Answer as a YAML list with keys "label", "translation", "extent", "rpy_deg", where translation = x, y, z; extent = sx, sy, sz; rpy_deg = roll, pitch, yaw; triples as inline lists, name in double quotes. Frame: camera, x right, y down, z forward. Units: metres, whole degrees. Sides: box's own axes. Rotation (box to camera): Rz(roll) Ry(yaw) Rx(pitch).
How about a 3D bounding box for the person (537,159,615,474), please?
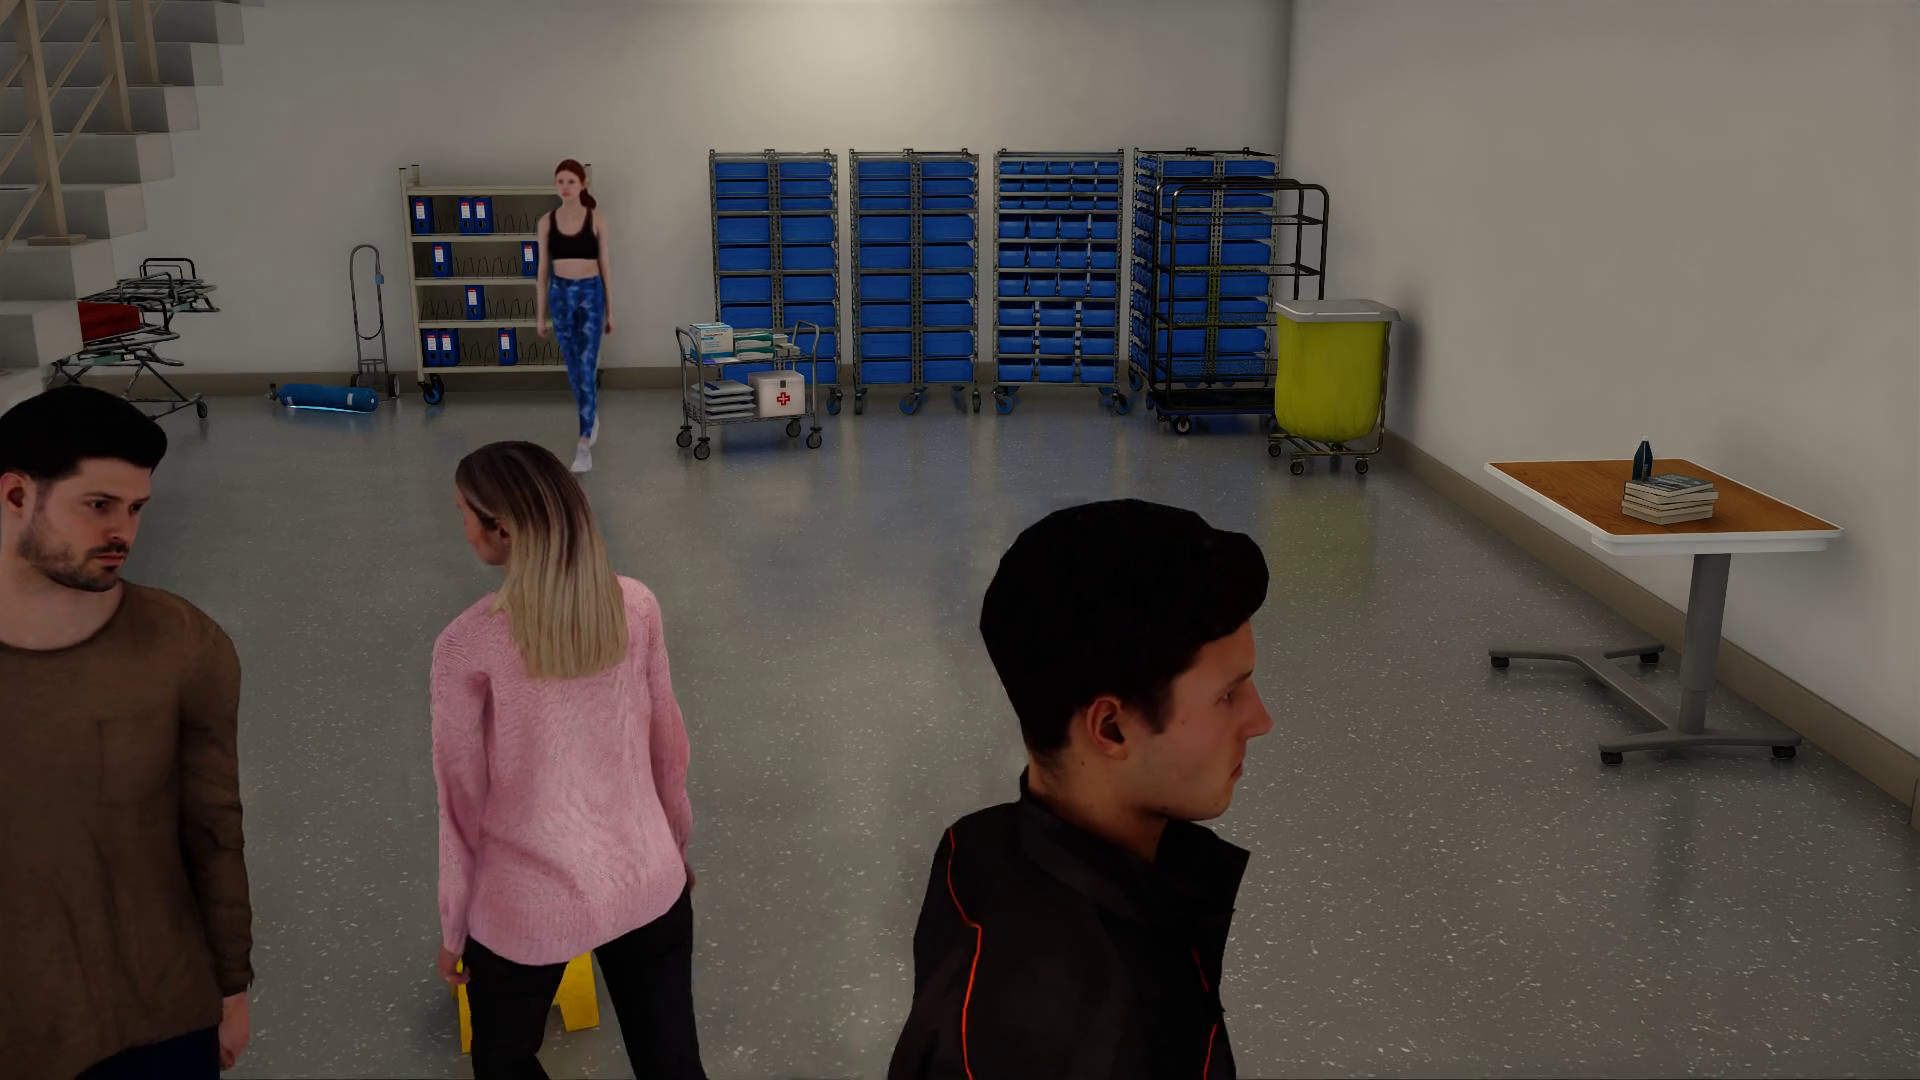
- label: "person"
  translation: [-2.236, -1.307, 9.775]
  extent: [0.592, 1.742, 1.214]
  rpy_deg: [-1, 16, -3]

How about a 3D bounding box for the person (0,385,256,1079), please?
- label: "person"
  translation: [-1.315, 0.695, 2.487]
  extent: [0.878, 1.845, 1.122]
  rpy_deg: [-7, 17, -22]

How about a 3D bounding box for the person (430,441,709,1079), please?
- label: "person"
  translation: [-0.665, 0.668, 2.925]
  extent: [0.770, 1.660, 0.796]
  rpy_deg: [-9, 18, -28]

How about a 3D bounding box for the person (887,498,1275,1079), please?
- label: "person"
  translation: [-0.003, 0.903, 1.607]
  extent: [0.807, 1.922, 0.812]
  rpy_deg: [-1, 16, -2]
